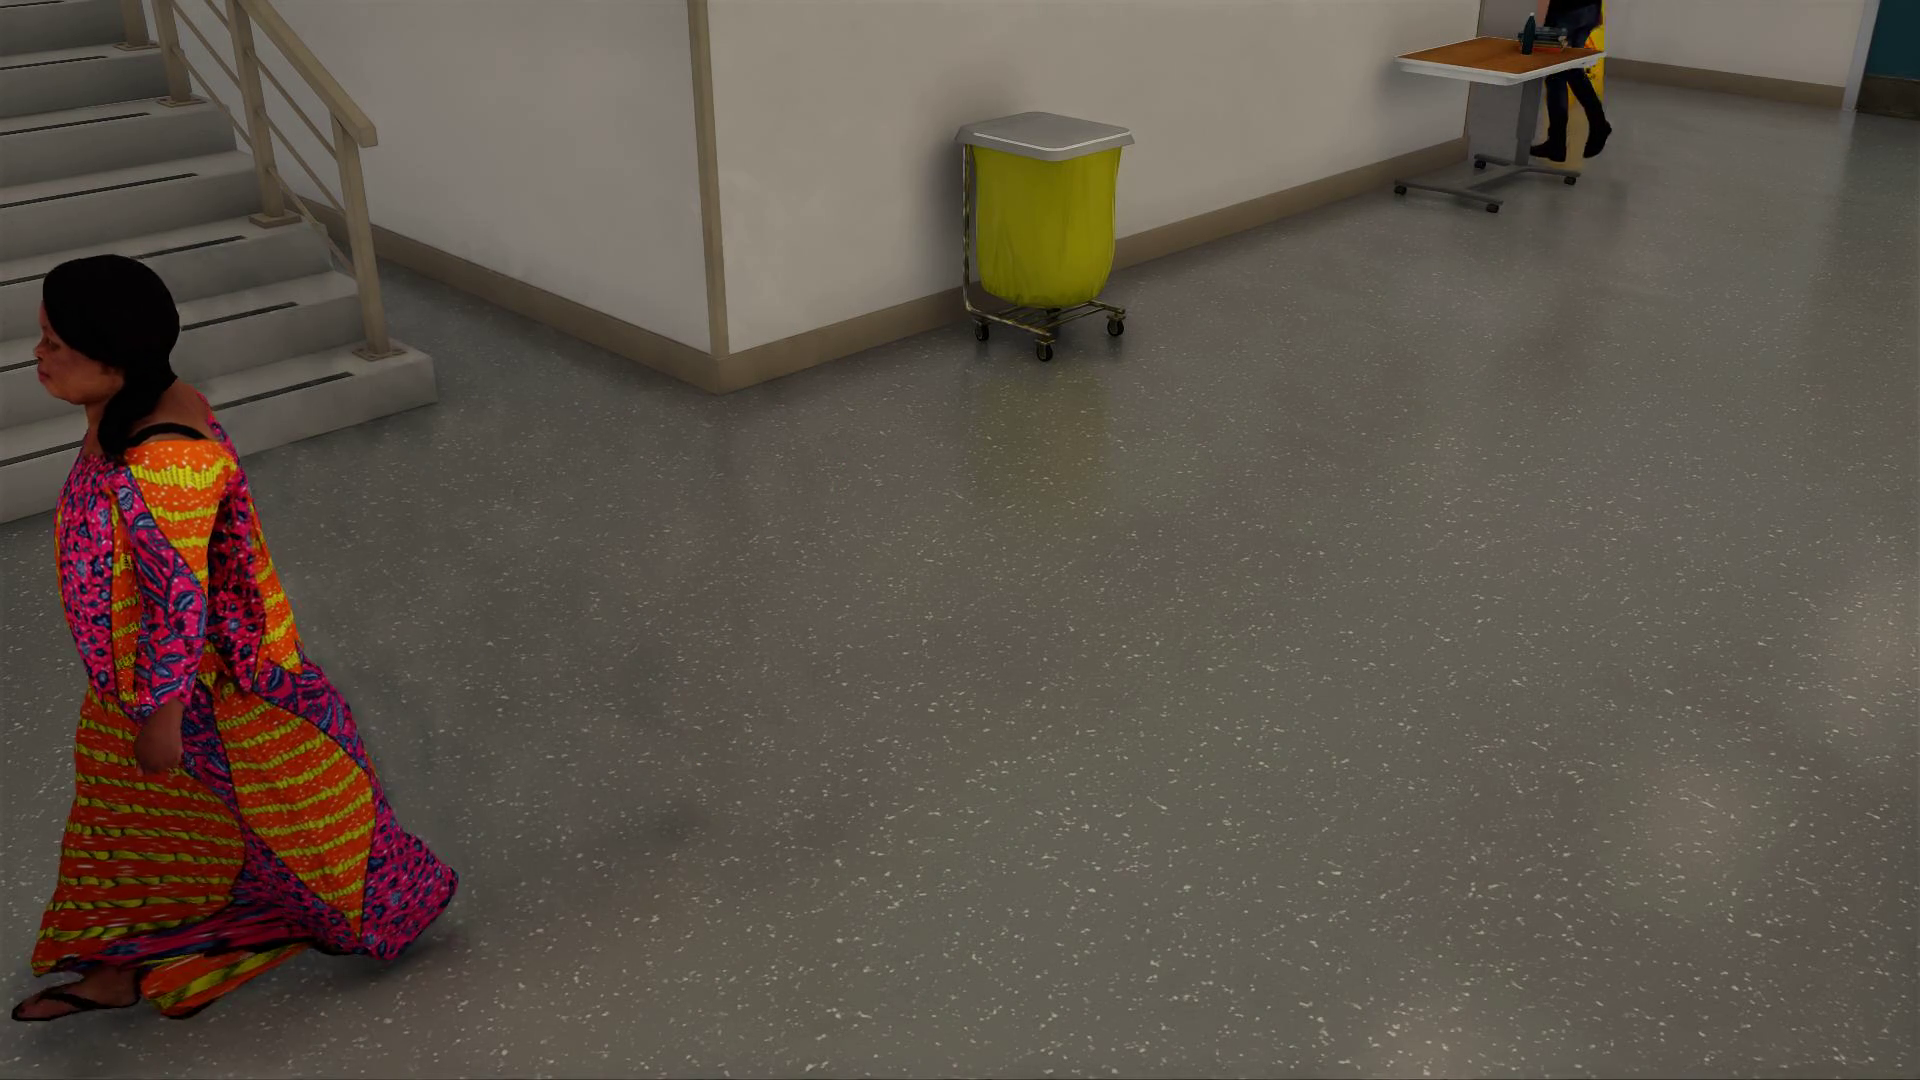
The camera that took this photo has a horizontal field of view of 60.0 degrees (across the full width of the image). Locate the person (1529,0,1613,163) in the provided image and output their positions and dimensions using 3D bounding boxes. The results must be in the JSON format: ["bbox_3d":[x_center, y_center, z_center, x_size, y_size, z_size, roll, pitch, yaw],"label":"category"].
[{"bbox_3d":[3.875,-3.278,10.376,0.822,1.875,0.961,-12,28,-24],"label":"person"}]

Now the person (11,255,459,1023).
[{"bbox_3d":[-1.478,0.216,3.366,0.858,1.672,1.134,-16,30,-30],"label":"person"}]
